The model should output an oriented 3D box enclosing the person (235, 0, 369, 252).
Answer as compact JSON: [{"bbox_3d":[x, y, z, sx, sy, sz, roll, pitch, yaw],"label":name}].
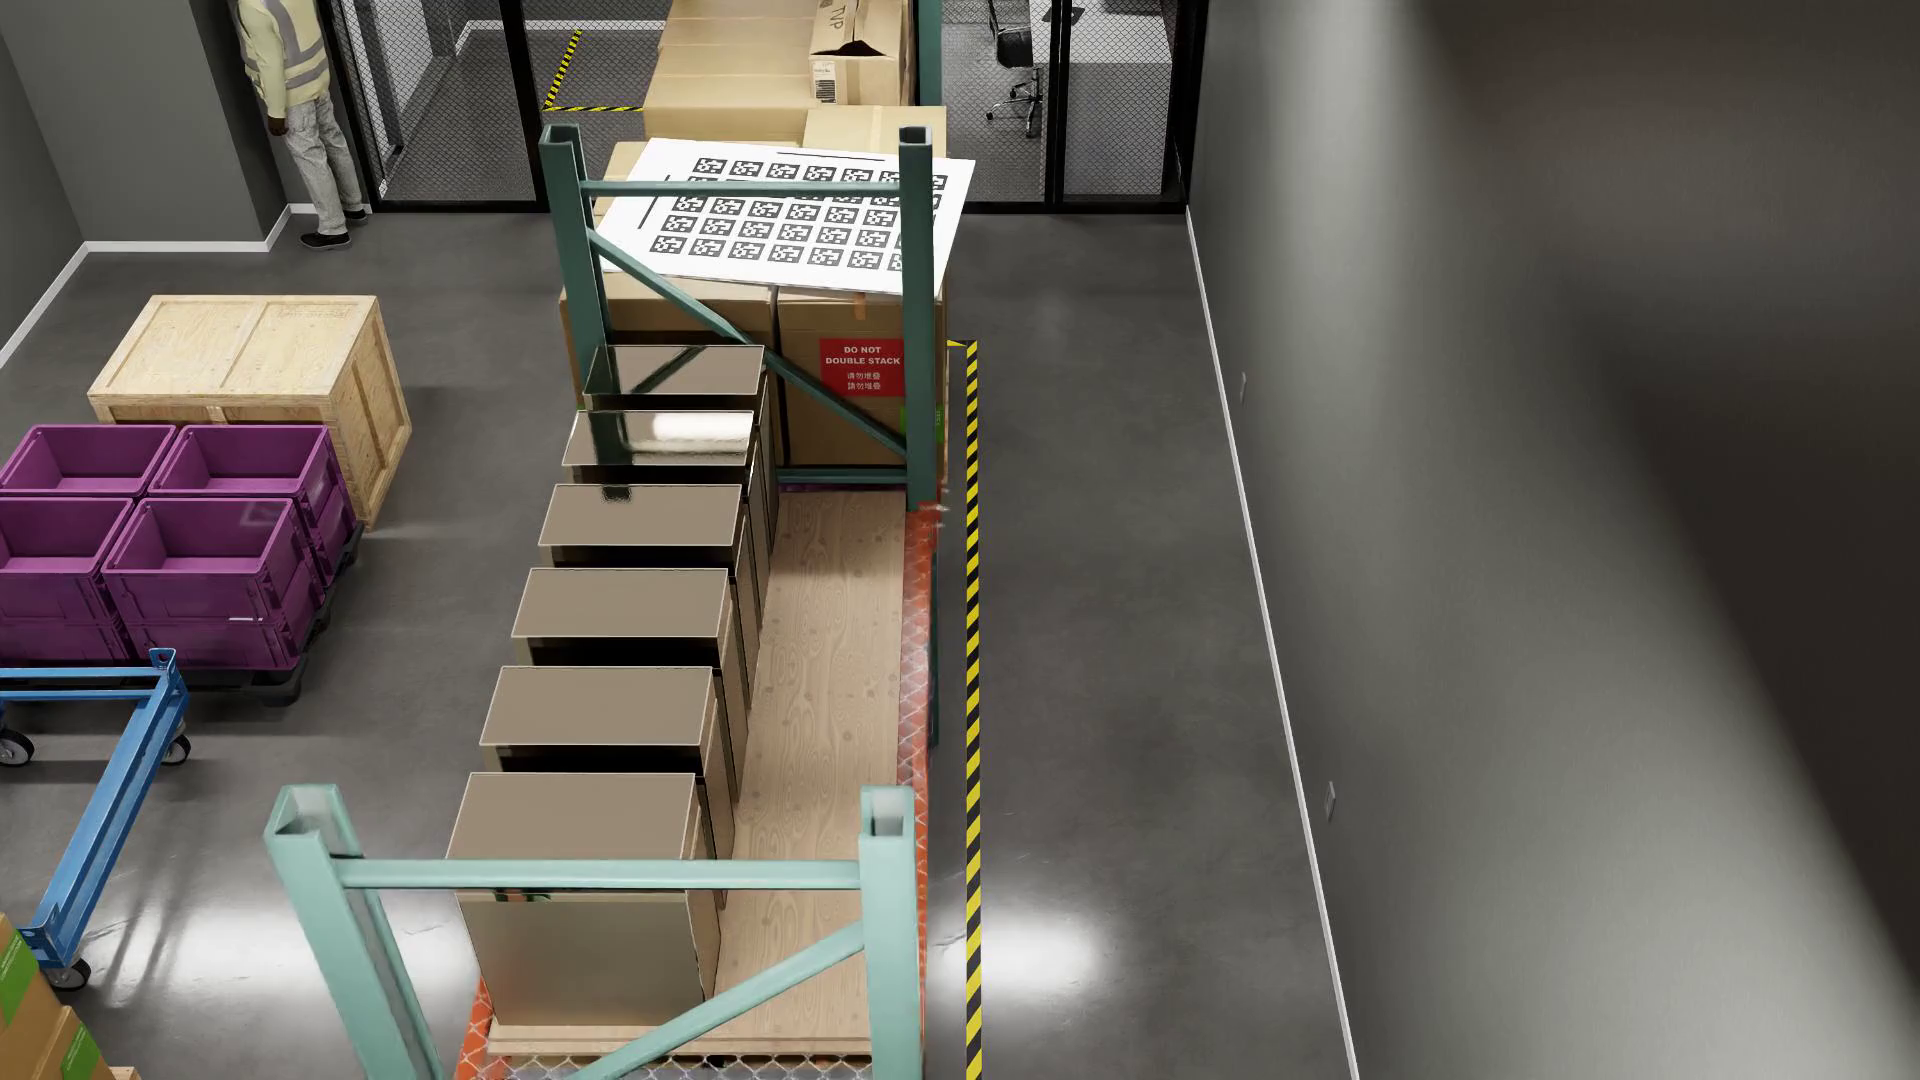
[{"bbox_3d":[-3.494,-2.388,8.696,0.403,1.830,0.599,5,41,6],"label":"person"}]
